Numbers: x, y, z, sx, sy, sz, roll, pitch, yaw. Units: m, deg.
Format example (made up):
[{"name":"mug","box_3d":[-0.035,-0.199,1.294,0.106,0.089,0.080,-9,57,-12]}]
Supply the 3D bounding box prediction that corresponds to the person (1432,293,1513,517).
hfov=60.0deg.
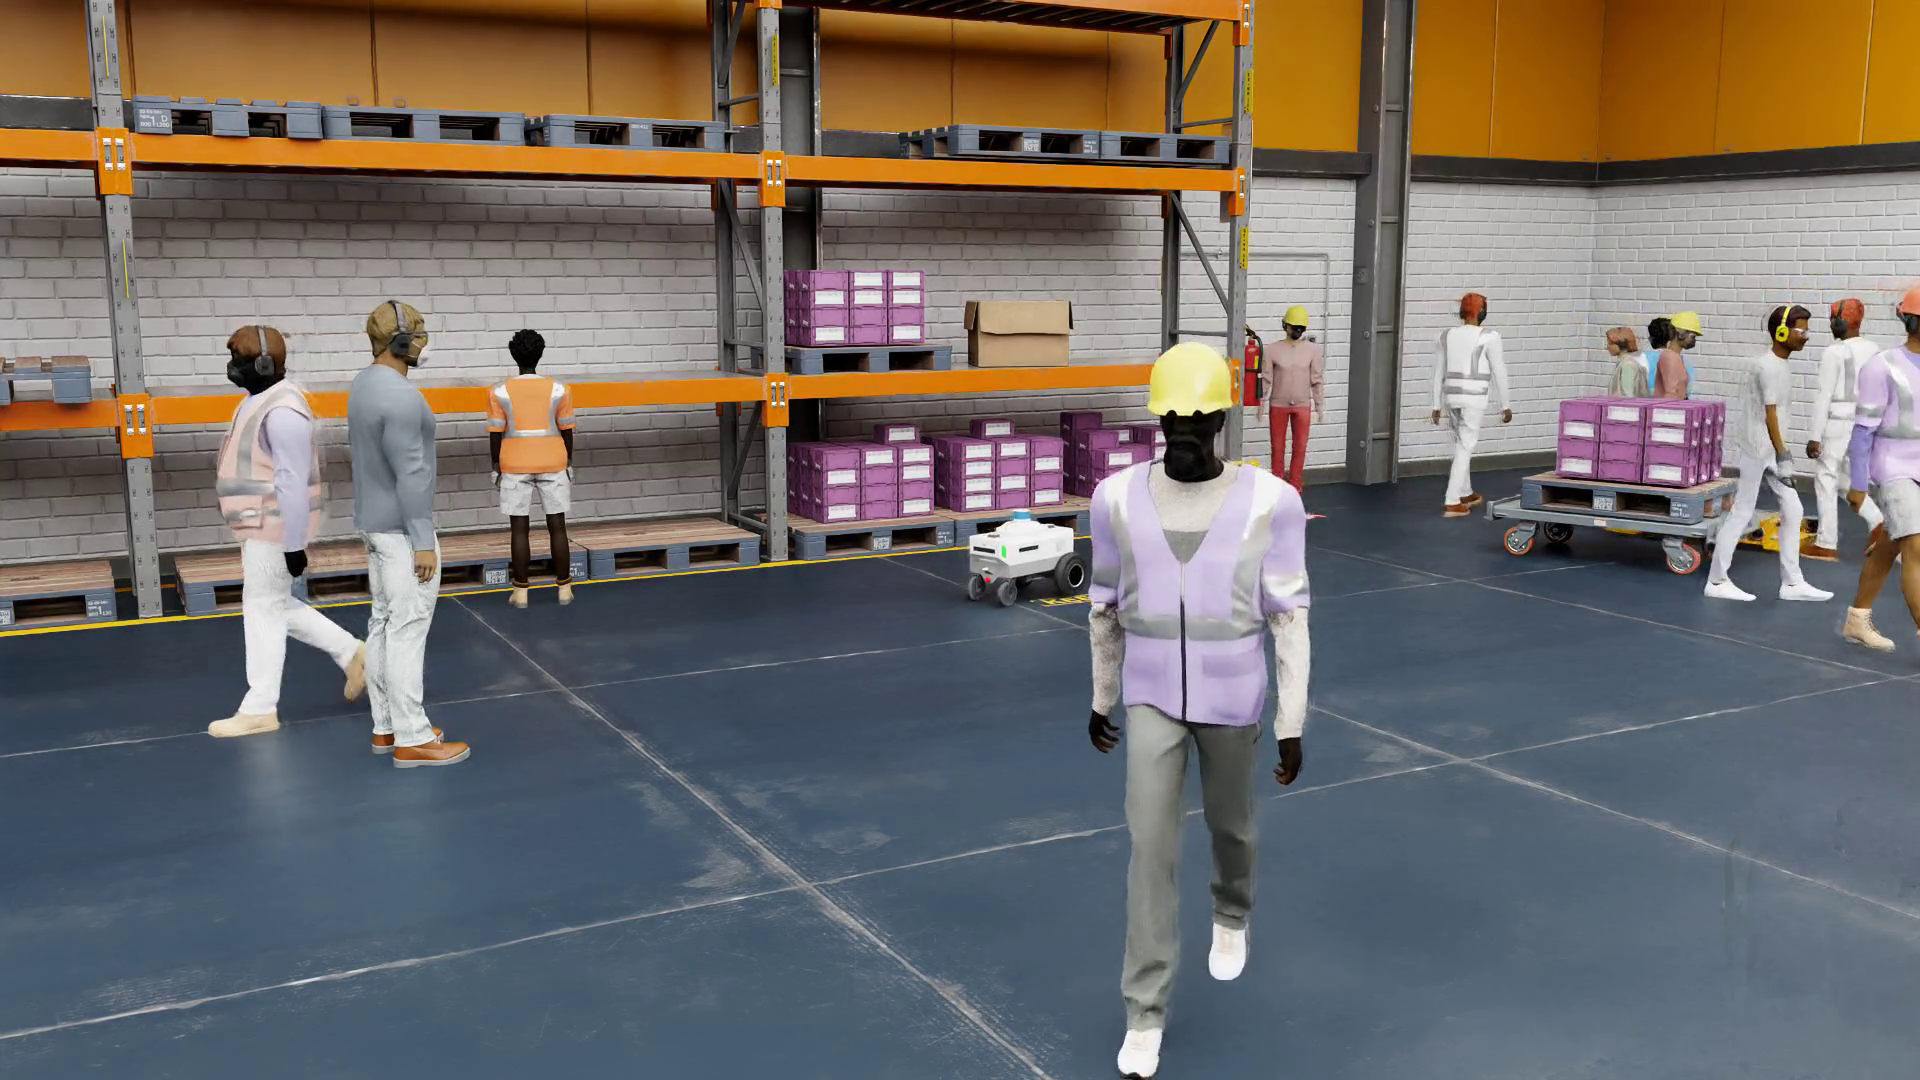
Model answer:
[{"name":"person","box_3d":[4.334,-1.135,13.988,0.880,1.850,0.598,-7,12,-38]}]

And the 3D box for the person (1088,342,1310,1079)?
[{"name":"person","box_3d":[0.650,0.397,4.552,0.614,1.885,0.980,3,10,17]}]

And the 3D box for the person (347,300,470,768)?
[{"name":"person","box_3d":[-2.326,-0.024,6.938,0.361,1.937,0.635,-7,11,-35]}]

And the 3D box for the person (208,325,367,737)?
[{"name":"person","box_3d":[-3.021,-0.051,7.446,0.699,1.826,0.636,-5,11,-29]}]

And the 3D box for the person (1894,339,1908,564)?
[{"name":"person","box_3d":[6.812,-0.770,11.585,0.652,1.904,0.402,-3,10,-20]}]

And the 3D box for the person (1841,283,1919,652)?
[{"name":"person","box_3d":[5.031,-0.337,8.657,0.630,1.998,1.012,-4,10,-21]}]

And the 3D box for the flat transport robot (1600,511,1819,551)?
[{"name":"flat transport robot","box_3d":[5.697,-0.125,12.621,1.431,0.197,0.652,9,13,44]}]

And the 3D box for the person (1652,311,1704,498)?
[{"name":"person","box_3d":[5.441,-0.915,12.965,0.615,1.732,0.553,5,11,28]}]

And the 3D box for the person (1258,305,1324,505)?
[{"name":"person","box_3d":[2.869,-1.151,14.410,0.553,1.748,0.417,0,9,0]}]

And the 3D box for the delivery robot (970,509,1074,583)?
[{"name":"delivery robot","box_3d":[0.386,0.049,10.410,0.477,0.478,0.707,9,13,43]}]

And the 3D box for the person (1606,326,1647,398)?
[{"name":"person","box_3d":[5.413,-0.901,13.270,0.744,1.609,0.553,3,10,16]}]

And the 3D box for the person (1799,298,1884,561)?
[{"name":"person","box_3d":[6.219,-0.752,11.612,0.579,1.865,0.546,-5,10,-26]}]

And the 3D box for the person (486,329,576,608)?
[{"name":"person","box_3d":[-2.605,-0.431,10.145,0.534,1.697,0.322,-3,10,-19]}]

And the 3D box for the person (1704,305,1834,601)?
[{"name":"person","box_3d":[5.024,-0.505,10.180,0.829,1.834,0.539,8,12,39]}]

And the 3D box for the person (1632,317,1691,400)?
[{"name":"person","box_3d":[5.630,-0.955,13.410,0.566,1.667,0.634,0,9,1]}]
